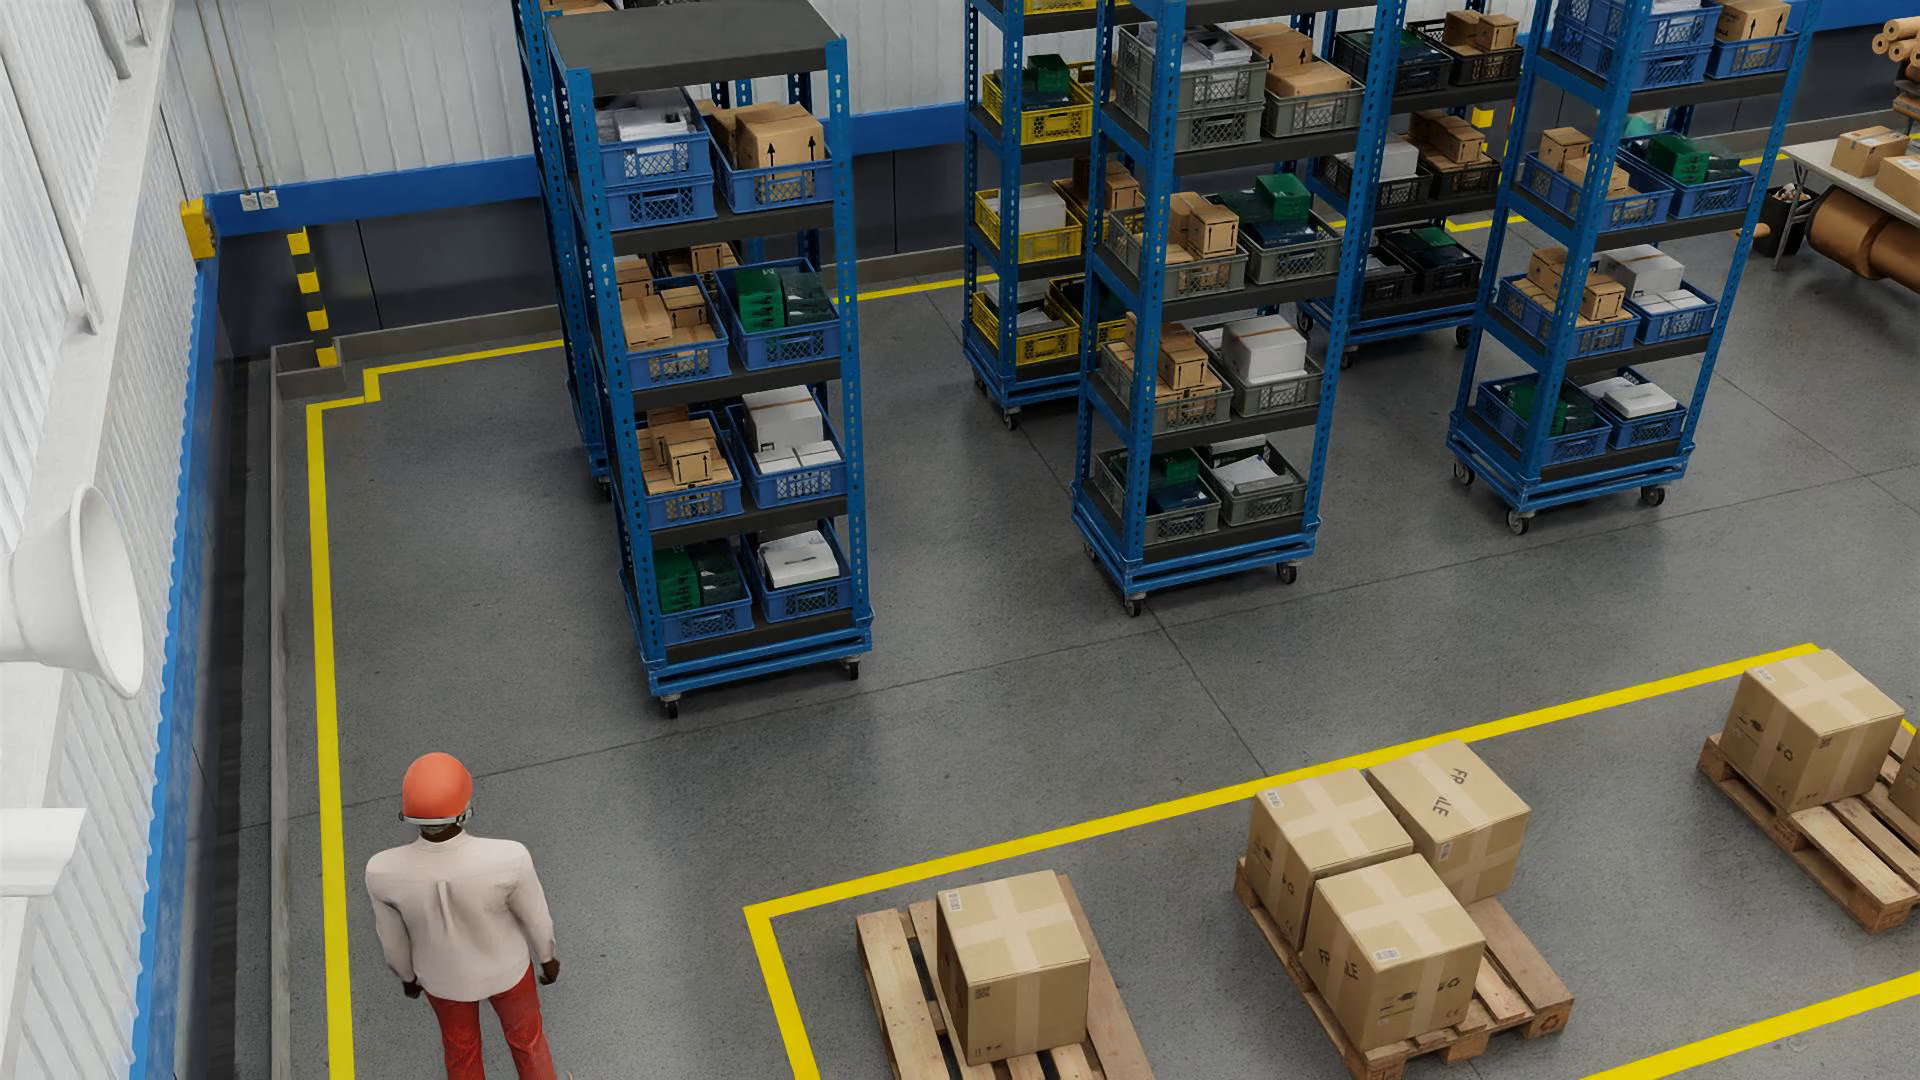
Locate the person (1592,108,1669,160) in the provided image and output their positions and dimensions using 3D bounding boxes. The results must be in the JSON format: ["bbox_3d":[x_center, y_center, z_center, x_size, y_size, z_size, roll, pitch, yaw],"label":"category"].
[{"bbox_3d":[5.549,-3.522,13.787,0.918,1.711,0.546,-17,39,-22],"label":"person"}]

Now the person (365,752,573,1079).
[{"bbox_3d":[-1.832,1.591,6.304,0.619,1.993,0.378,-5,36,-7],"label":"person"}]
